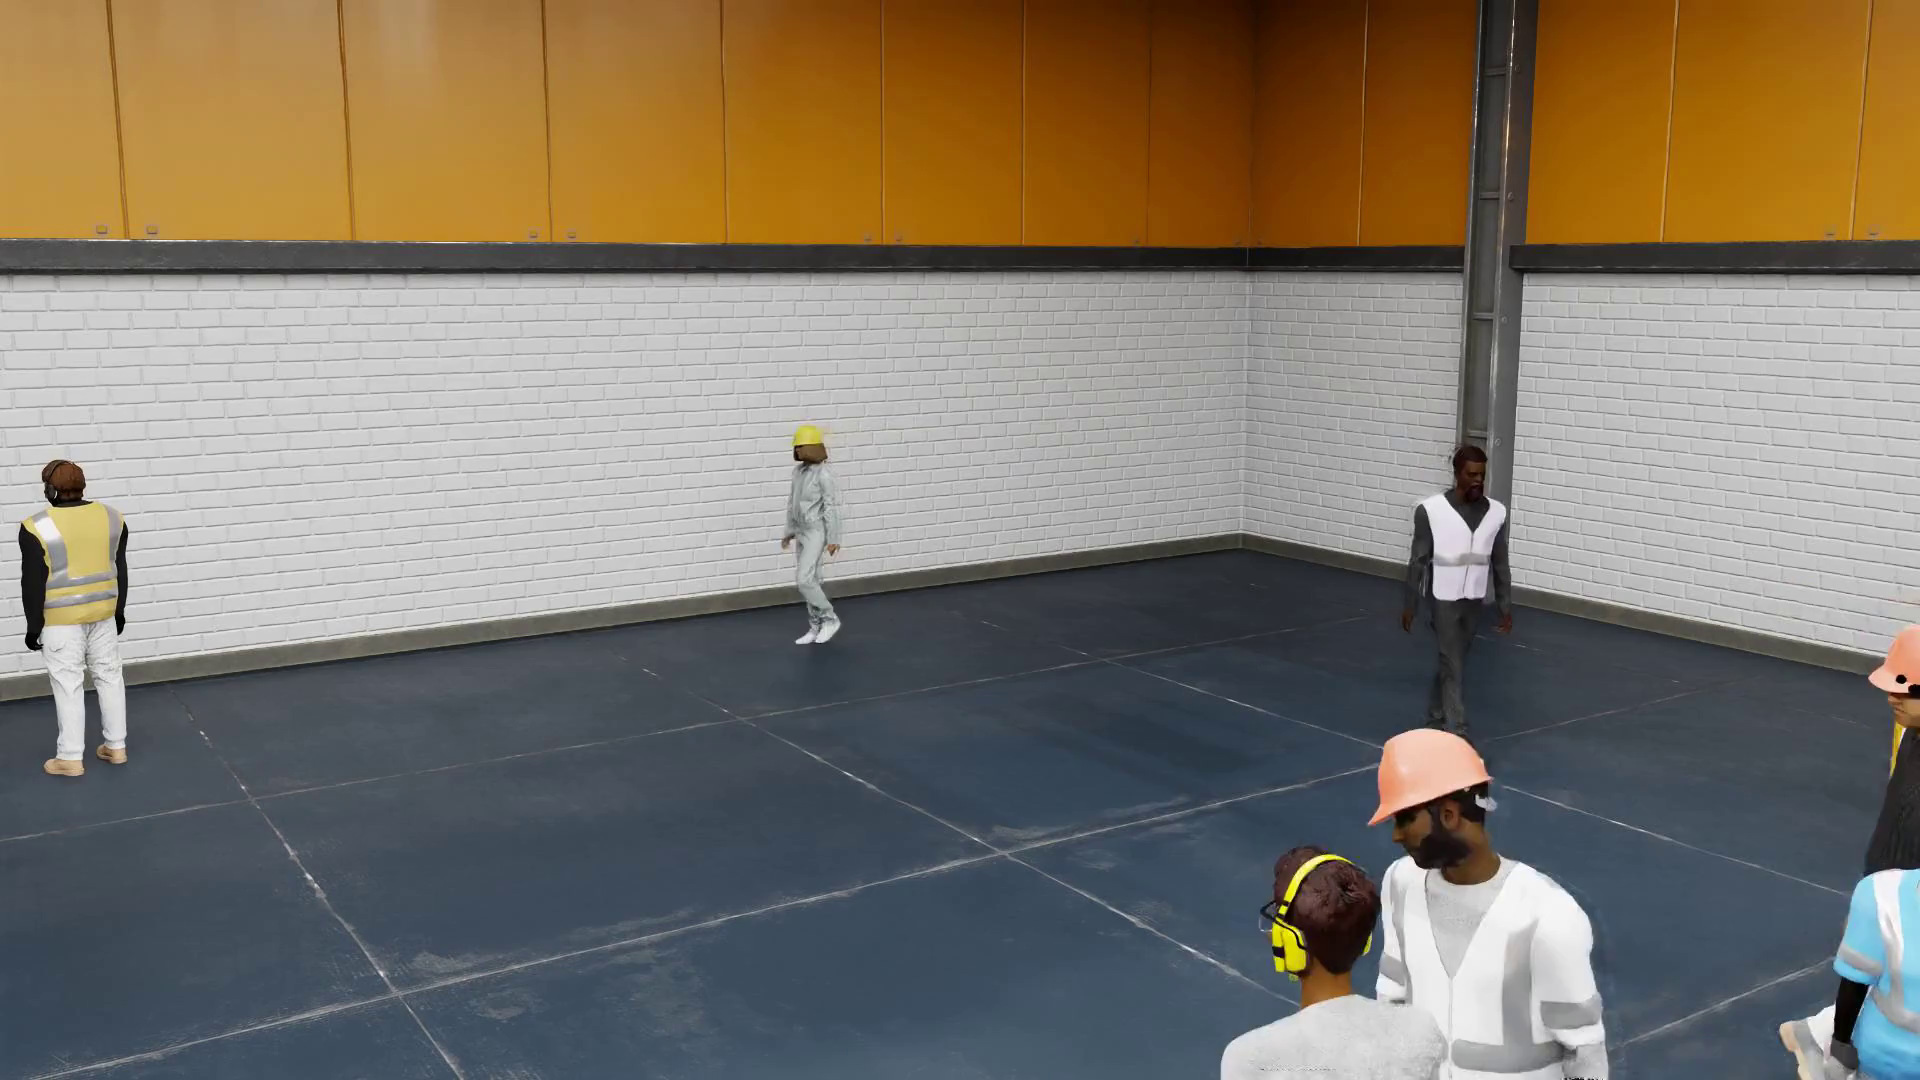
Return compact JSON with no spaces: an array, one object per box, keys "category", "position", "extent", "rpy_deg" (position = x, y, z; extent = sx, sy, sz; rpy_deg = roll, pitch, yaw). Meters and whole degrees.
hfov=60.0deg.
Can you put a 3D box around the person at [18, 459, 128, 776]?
[{"category":"person","position":[-5.166,0.447,9.710],"extent":[0.429,1.846,0.626],"rpy_deg":[5,11,30]}]

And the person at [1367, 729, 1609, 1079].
[{"category":"person","position":[1.297,1.401,3.889],"extent":[0.356,1.887,0.774],"rpy_deg":[-9,13,-44]}]

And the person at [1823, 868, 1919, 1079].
[{"category":"person","position":[2.627,1.411,4.451],"extent":[0.551,1.658,0.726],"rpy_deg":[6,11,33]}]

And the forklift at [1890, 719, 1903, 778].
[{"category":"forklift","position":[5.511,0.571,7.906],"extent":[2.313,2.155,1.214],"rpy_deg":[-6,11,-33]}]

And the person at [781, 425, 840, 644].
[{"category":"person","position":[-1.186,-0.030,12.924],"extent":[0.375,1.731,0.488],"rpy_deg":[-6,11,-32]}]

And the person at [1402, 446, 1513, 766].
[{"category":"person","position":[3.028,0.395,9.866],"extent":[0.631,1.886,0.882],"rpy_deg":[-3,10,-18]}]

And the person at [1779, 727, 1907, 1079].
[{"category":"person","position":[3.262,1.110,5.658],"extent":[0.595,1.860,0.624],"rpy_deg":[7,12,37]}]

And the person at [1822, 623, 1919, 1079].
[{"category":"person","position":[2.973,1.192,4.972],"extent":[1.013,1.946,0.603],"rpy_deg":[4,10,23]}]

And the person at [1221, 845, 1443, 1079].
[{"category":"person","position":[0.765,1.532,3.261],"extent":[0.528,1.832,0.920],"rpy_deg":[-4,10,-24]}]
